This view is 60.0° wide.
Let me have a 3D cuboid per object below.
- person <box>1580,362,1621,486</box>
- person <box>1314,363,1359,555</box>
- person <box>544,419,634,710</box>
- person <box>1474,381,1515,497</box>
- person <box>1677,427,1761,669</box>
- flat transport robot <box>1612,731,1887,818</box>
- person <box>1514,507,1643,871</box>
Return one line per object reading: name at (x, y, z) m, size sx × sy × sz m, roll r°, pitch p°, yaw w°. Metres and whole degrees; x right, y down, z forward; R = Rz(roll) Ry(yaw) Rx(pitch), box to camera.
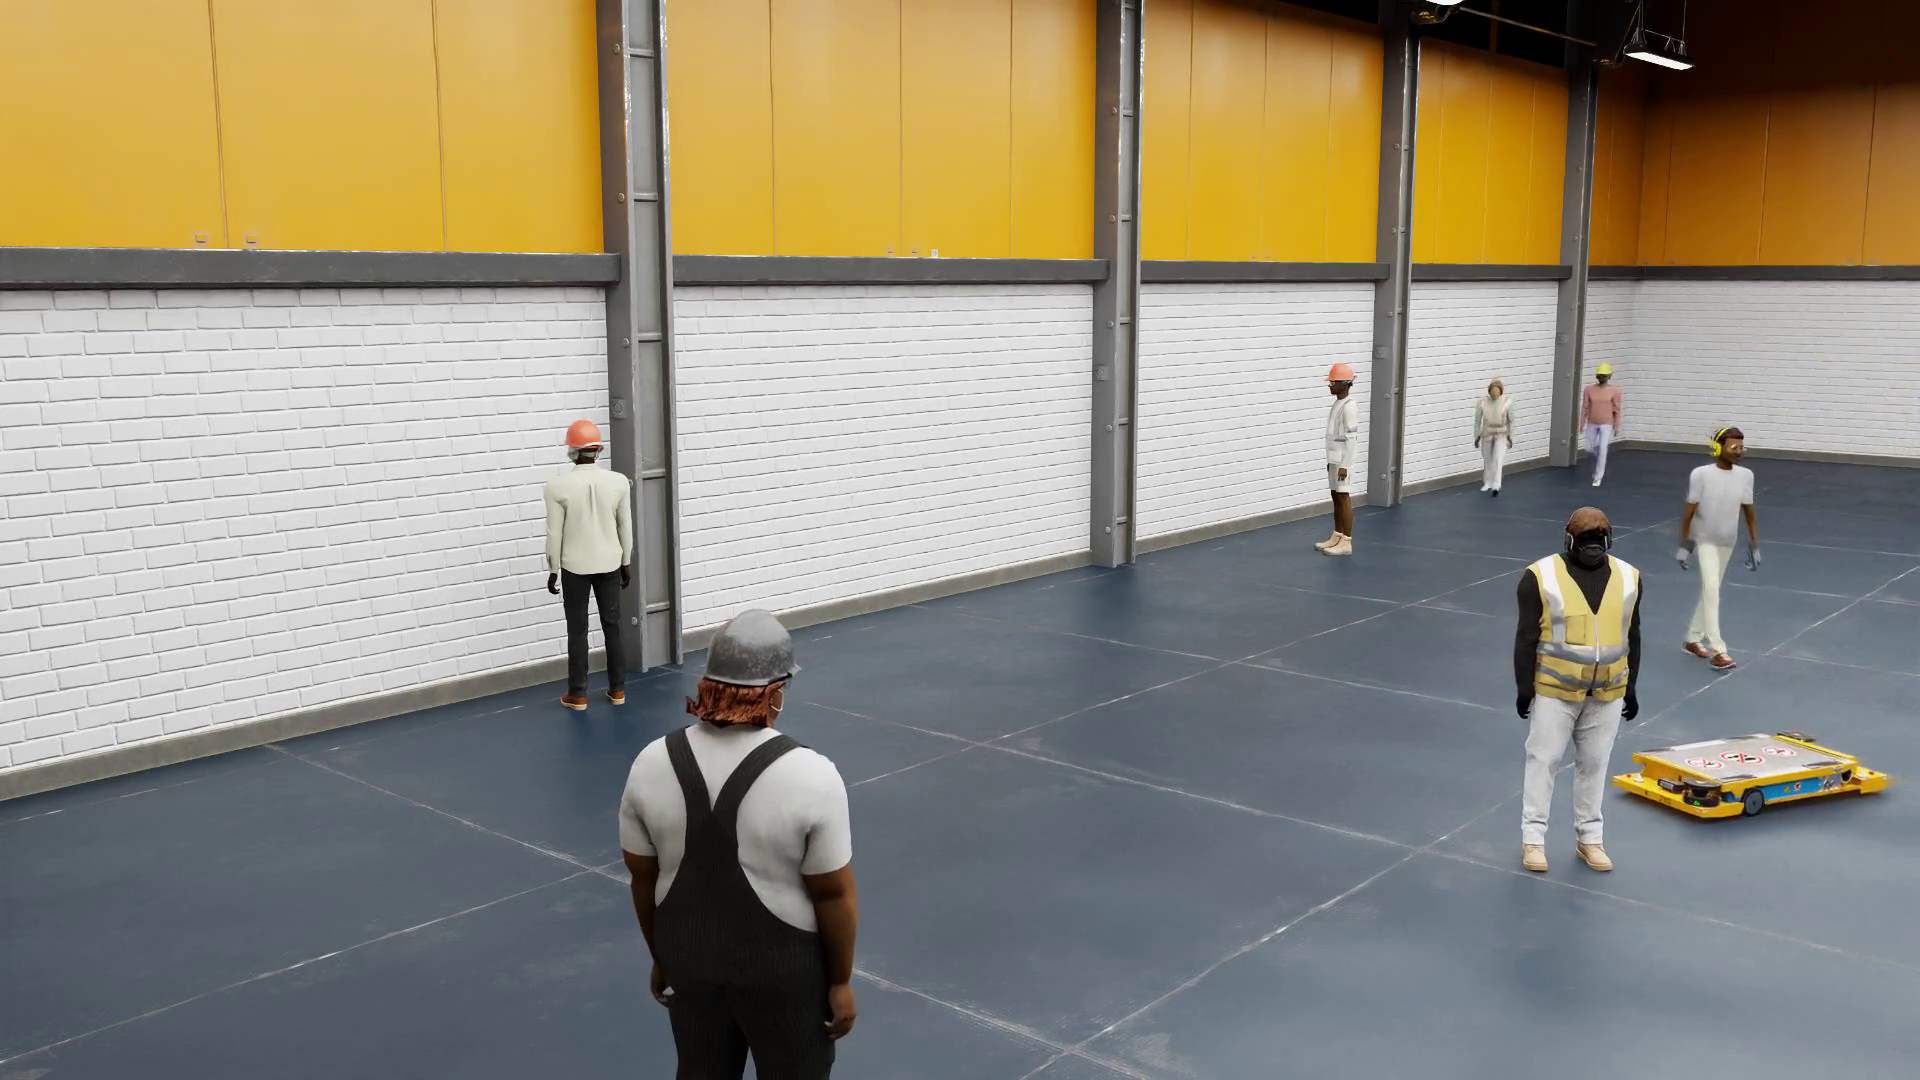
person at (9.098, -1.651, 23.608) m, size 0.538 × 1.753 × 0.559 m, roll 7°, pitch 11°, yaw 37°
person at (4.039, -0.860, 17.752) m, size 0.373 × 2.044 × 0.608 m, roll 0°, pitch 9°, yaw -3°
person at (-2.547, 0.169, 11.433) m, size 0.612 × 1.997 × 0.375 m, roll -5°, pitch 10°, yaw -30°
person at (7.239, -1.383, 22.571) m, size 0.529 × 1.546 × 1.001 m, roll 4°, pitch 10°, yaw 23°
person at (5.815, 0.061, 12.640) m, size 0.542 × 1.825 × 0.918 m, roll -1°, pitch 9°, yaw -9°
flat transport robot at (4.533, 1.330, 9.544) m, size 1.431 × 0.197 × 0.652 m, roll -4°, pitch 10°, yaw -23°
person at (3.087, 0.745, 8.302) m, size 0.634 × 1.841 × 0.429 m, roll 0°, pitch 9°, yaw 0°
